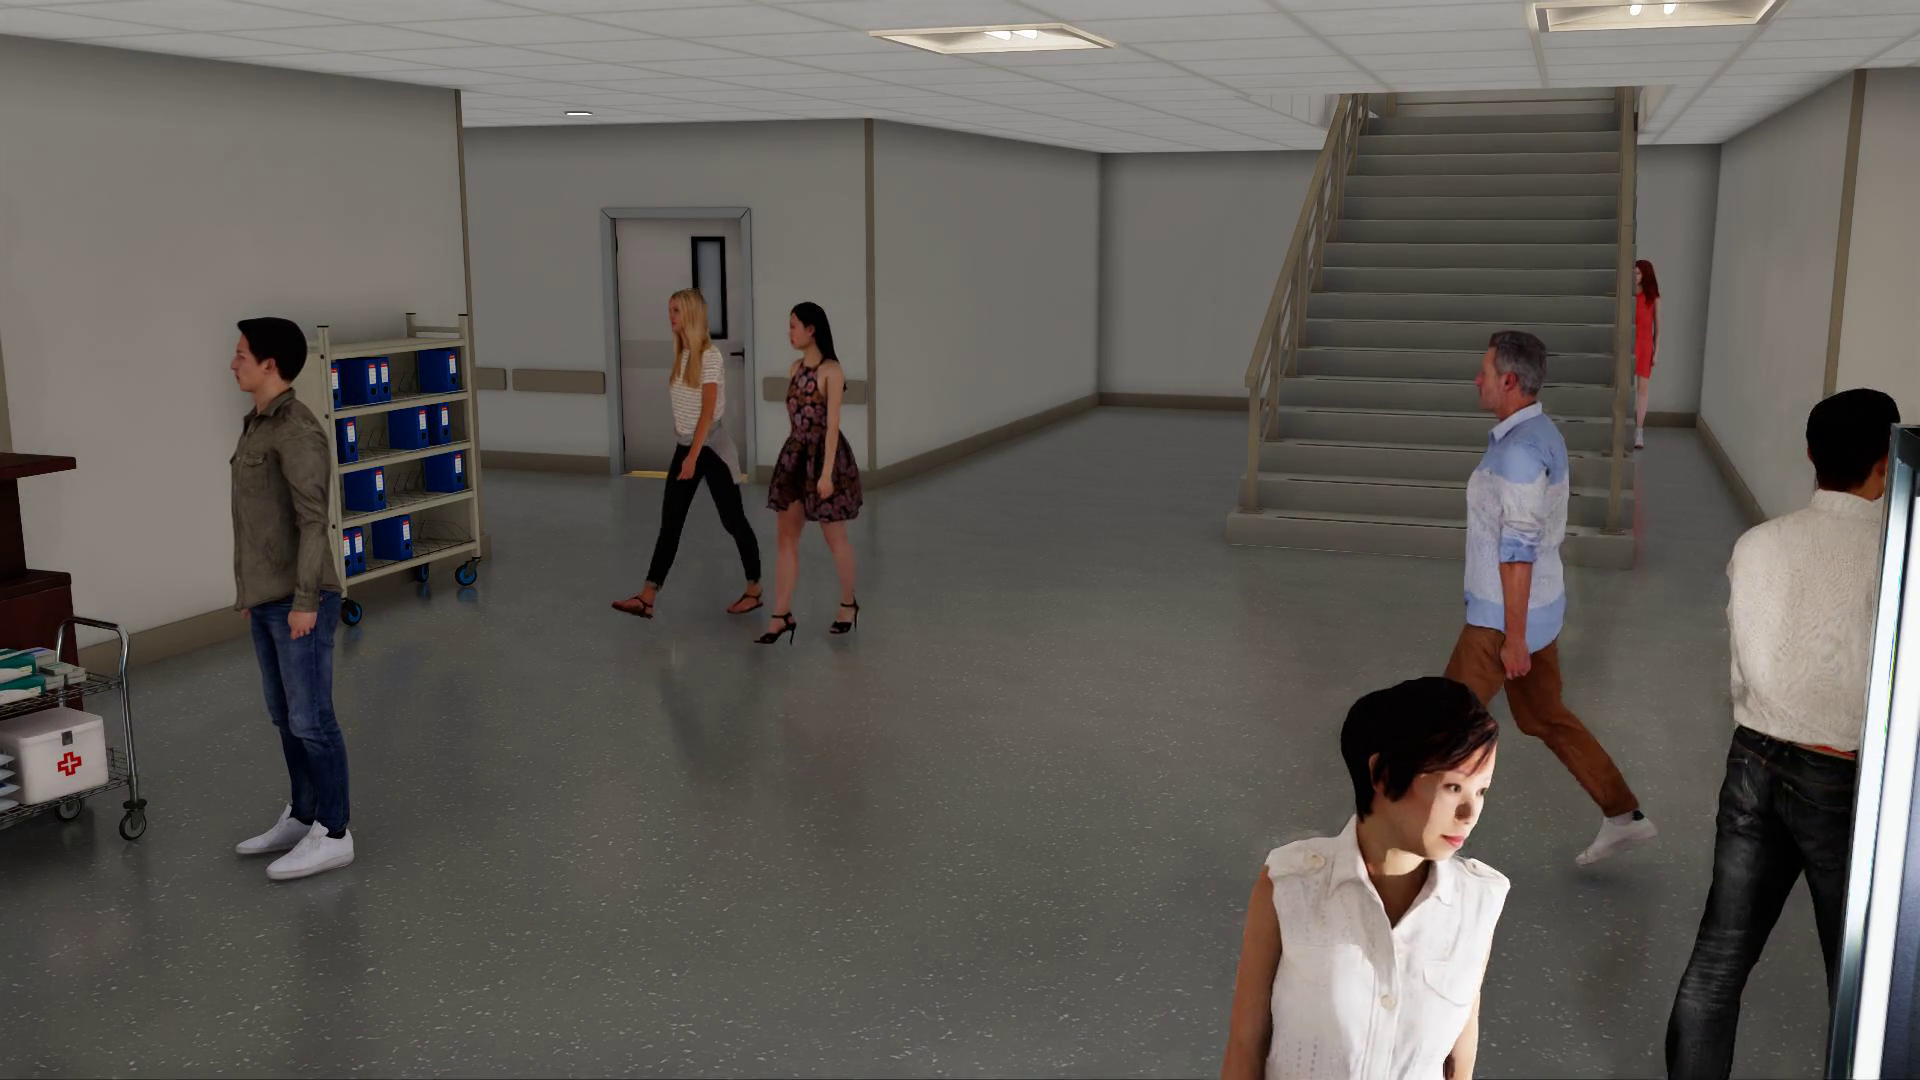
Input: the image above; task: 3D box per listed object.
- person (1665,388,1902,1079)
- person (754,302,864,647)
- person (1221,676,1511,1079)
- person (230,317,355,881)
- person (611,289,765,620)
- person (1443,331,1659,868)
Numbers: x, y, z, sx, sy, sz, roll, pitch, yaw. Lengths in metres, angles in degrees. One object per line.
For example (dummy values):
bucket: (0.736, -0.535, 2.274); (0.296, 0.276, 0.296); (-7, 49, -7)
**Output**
person: (1.839, 0.584, 3.738); (1.234, 1.774, 1.146); (-6, 12, -27)
person: (-0.685, -0.328, 8.638); (0.840, 1.739, 1.034); (9, 14, 40)
person: (0.561, 0.944, 2.536); (0.738, 1.515, 0.926); (1, 11, 5)
person: (-2.240, 0.185, 5.589); (0.773, 1.867, 0.792); (-9, 14, -40)
person: (-1.301, -0.430, 9.079); (0.923, 1.776, 1.230); (9, 14, 41)
person: (1.909, 0.244, 5.471); (0.835, 1.797, 1.115); (5, 12, 27)
